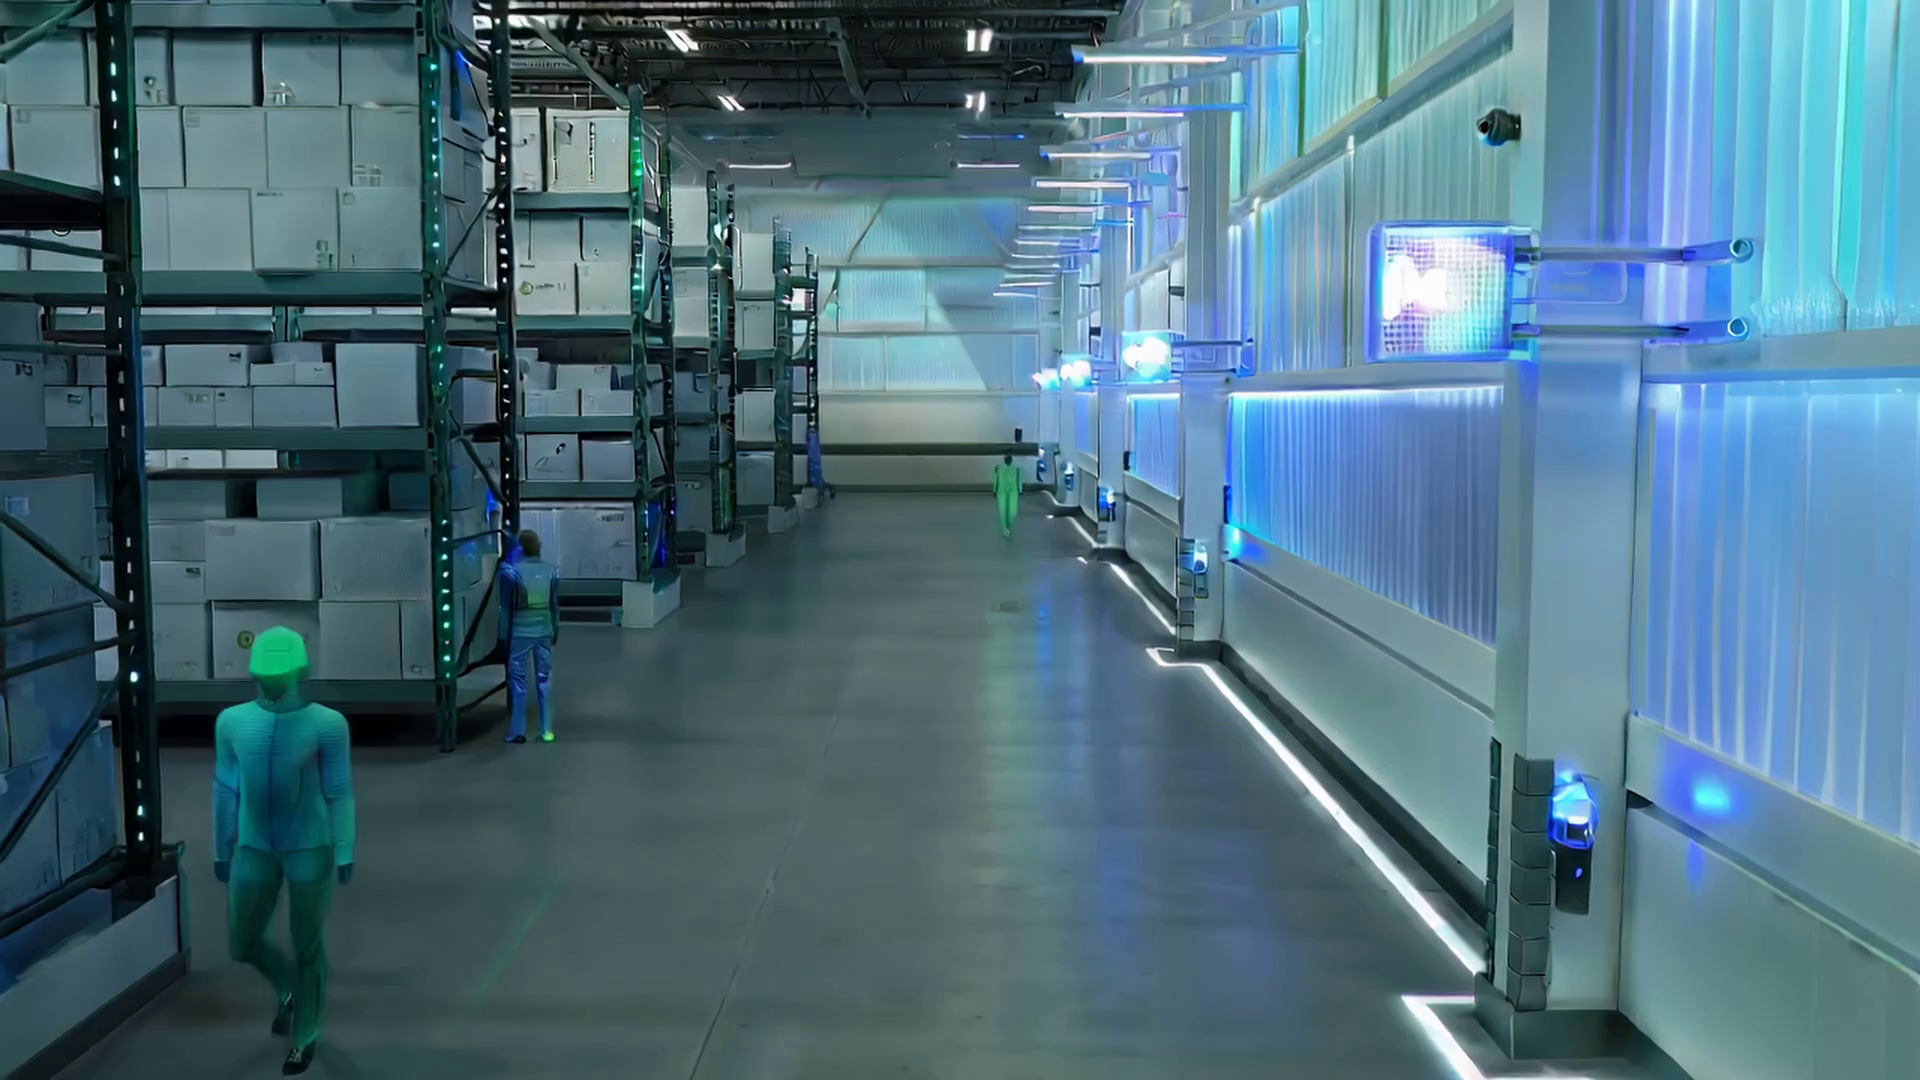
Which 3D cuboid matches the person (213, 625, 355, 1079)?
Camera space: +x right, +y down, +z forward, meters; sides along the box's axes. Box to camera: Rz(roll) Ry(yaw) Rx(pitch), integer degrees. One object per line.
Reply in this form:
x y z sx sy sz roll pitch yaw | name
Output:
-2.632 1.191 6.503 0.544 1.750 0.433 0 5 -2 | person

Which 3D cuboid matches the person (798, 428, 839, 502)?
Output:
-3.532 -1.855 41.370 0.958 1.883 0.571 1 5 11 | person

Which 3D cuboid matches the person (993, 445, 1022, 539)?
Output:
0.884 -0.882 30.731 0.572 1.736 0.393 -1 5 -7 | person

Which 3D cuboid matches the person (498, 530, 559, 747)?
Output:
-3.243 0.735 12.551 0.316 1.631 0.523 4 6 39 | person
